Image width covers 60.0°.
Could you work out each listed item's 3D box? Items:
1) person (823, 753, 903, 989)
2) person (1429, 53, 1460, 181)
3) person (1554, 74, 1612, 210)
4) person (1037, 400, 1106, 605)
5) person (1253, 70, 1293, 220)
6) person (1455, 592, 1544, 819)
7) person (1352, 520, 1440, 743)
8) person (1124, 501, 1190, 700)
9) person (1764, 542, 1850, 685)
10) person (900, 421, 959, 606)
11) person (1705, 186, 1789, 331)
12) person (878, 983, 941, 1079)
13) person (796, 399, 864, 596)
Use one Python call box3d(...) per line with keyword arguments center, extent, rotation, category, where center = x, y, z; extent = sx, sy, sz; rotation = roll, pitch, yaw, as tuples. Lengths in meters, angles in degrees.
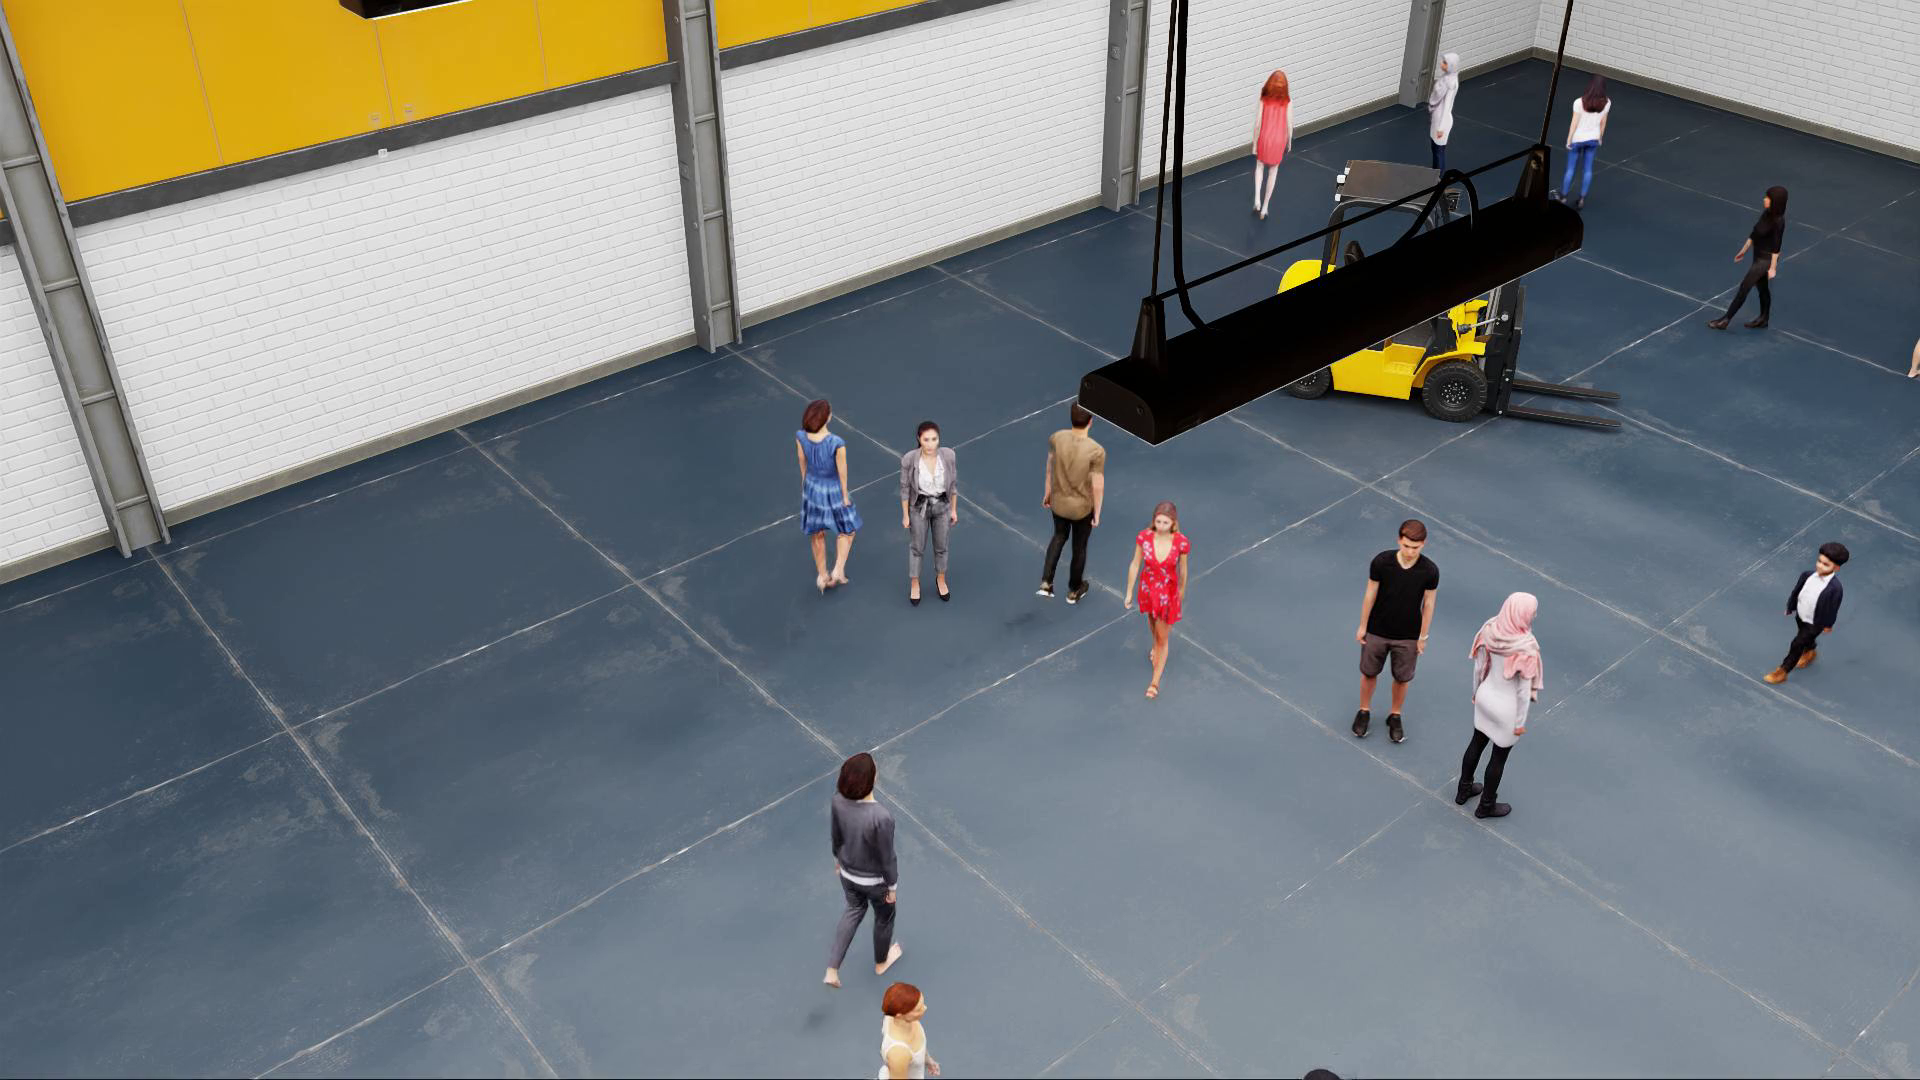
box3d(center=(-0.616, 2.043, 9.977), extent=(0.796, 1.753, 0.968), rotation=(20, 38, 27), category="person")
box3d(center=(6.064, -5.245, 20.922), extent=(0.729, 1.776, 0.684), rotation=(0, 34, 1), category="person")
box3d(center=(7.693, -4.885, 20.460), extent=(0.699, 1.688, 0.774), rotation=(0, 34, -1), category="person")
box3d(center=(0.854, -0.248, 13.352), extent=(0.851, 1.834, 0.956), rotation=(22, 39, 29), category="person")
box3d(center=(3.763, -4.745, 20.136), extent=(0.718, 1.813, 0.759), rotation=(9, 35, 14), category="person")
box3d(center=(3.673, 1.123, 11.317), extent=(0.647, 1.802, 0.674), rotation=(-17, 37, -24), category="person")
box3d(center=(3.139, 0.626, 12.013), extent=(0.745, 1.860, 0.757), rotation=(11, 35, 16), category="person")
box3d(center=(1.536, 0.350, 12.703), extent=(0.918, 1.556, 1.107), rotation=(11, 35, 16), category="person")
box3d(center=(6.572, 0.536, 12.744), extent=(0.897, 1.201, 0.662), rotation=(-13, 36, -19), category="person")
box3d(center=(-0.243, -0.231, 13.467), extent=(0.677, 1.678, 0.781), rotation=(-7, 34, -10), category="person")
box3d(center=(8.594, -2.958, 17.629), extent=(1.002, 1.612, 0.932), rotation=(3, 34, 4), category="person")
box3d(center=(-0.387, 2.924, 8.788), extent=(1.084, 1.603, 0.912), rotation=(-3, 34, -5), category="person")
box3d(center=(-1.123, -0.294, 13.452), extent=(0.796, 1.799, 0.836), rotation=(15, 37, 21), category="person")
